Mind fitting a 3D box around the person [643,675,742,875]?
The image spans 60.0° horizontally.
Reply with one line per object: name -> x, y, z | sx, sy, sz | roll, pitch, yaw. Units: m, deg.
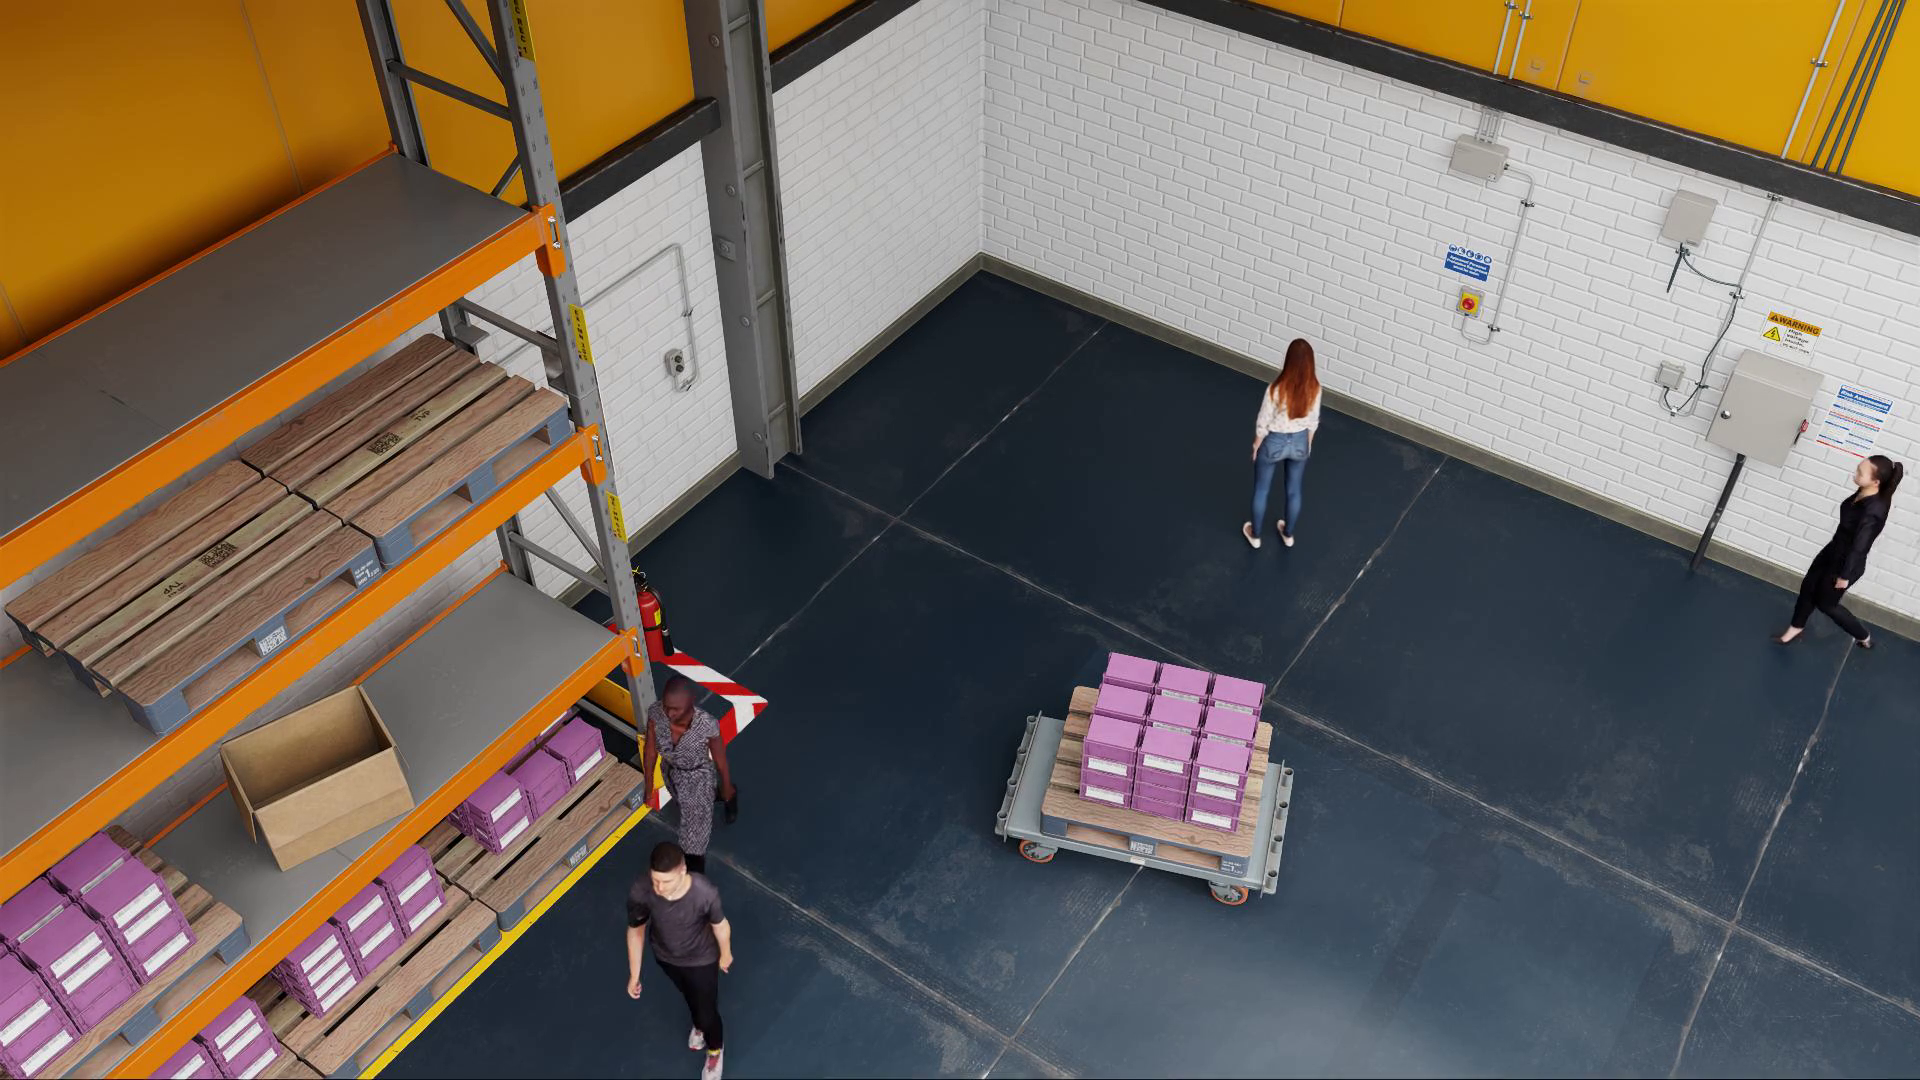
person -> -1.466, 1.308, 9.275 | 0.798, 1.746, 1.225 | 16, 46, 16

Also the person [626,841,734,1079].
person -> -1.379, 2.035, 8.513 | 0.771, 1.746, 0.827 | 9, 44, 10

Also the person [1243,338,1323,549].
person -> 2.216, -0.638, 11.332 | 0.644, 1.728, 0.690 | -4, 44, -4

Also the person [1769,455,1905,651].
person -> 5.669, 0.154, 10.529 | 0.807, 1.687, 0.874 | 17, 46, 17
